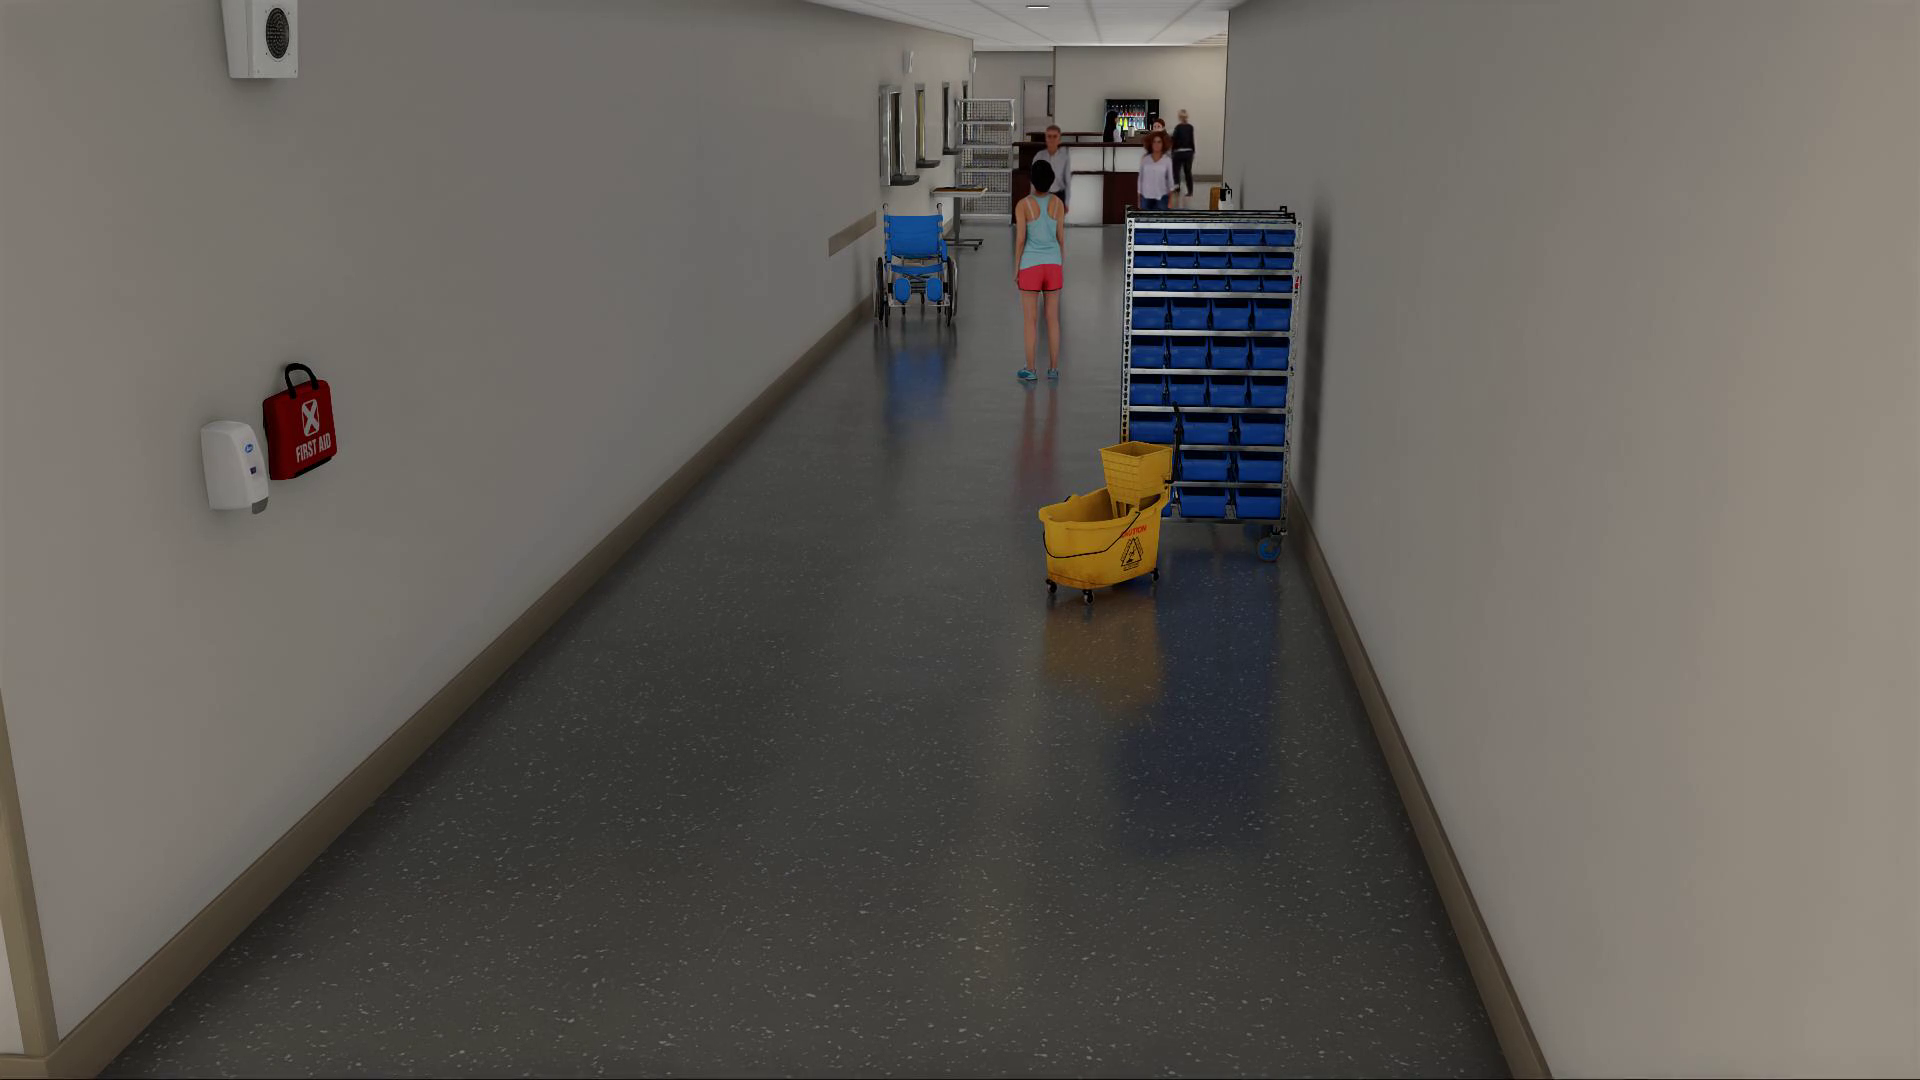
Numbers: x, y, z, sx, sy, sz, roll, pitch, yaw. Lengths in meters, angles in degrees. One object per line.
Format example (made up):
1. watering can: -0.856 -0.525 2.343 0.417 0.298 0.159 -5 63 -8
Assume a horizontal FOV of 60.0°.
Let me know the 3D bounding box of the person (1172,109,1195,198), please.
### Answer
1. person: 4.440 -7.696 33.138 0.702 1.706 0.802 -3 16 -12

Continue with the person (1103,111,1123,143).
1. person: 2.533 -6.279 27.924 0.725 1.808 0.691 -10 19 -31

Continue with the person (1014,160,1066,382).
1. person: 0.650 -2.184 13.476 0.627 1.765 0.721 -4 16 -14

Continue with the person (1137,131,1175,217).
1. person: 2.550 -4.424 21.557 0.948 1.693 0.849 5 17 18

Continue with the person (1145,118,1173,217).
1. person: 2.871 -5.220 24.208 0.576 1.785 0.691 5 17 17

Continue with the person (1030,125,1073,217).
1. person: 1.112 -4.153 20.393 0.976 1.803 0.804 3 16 12
